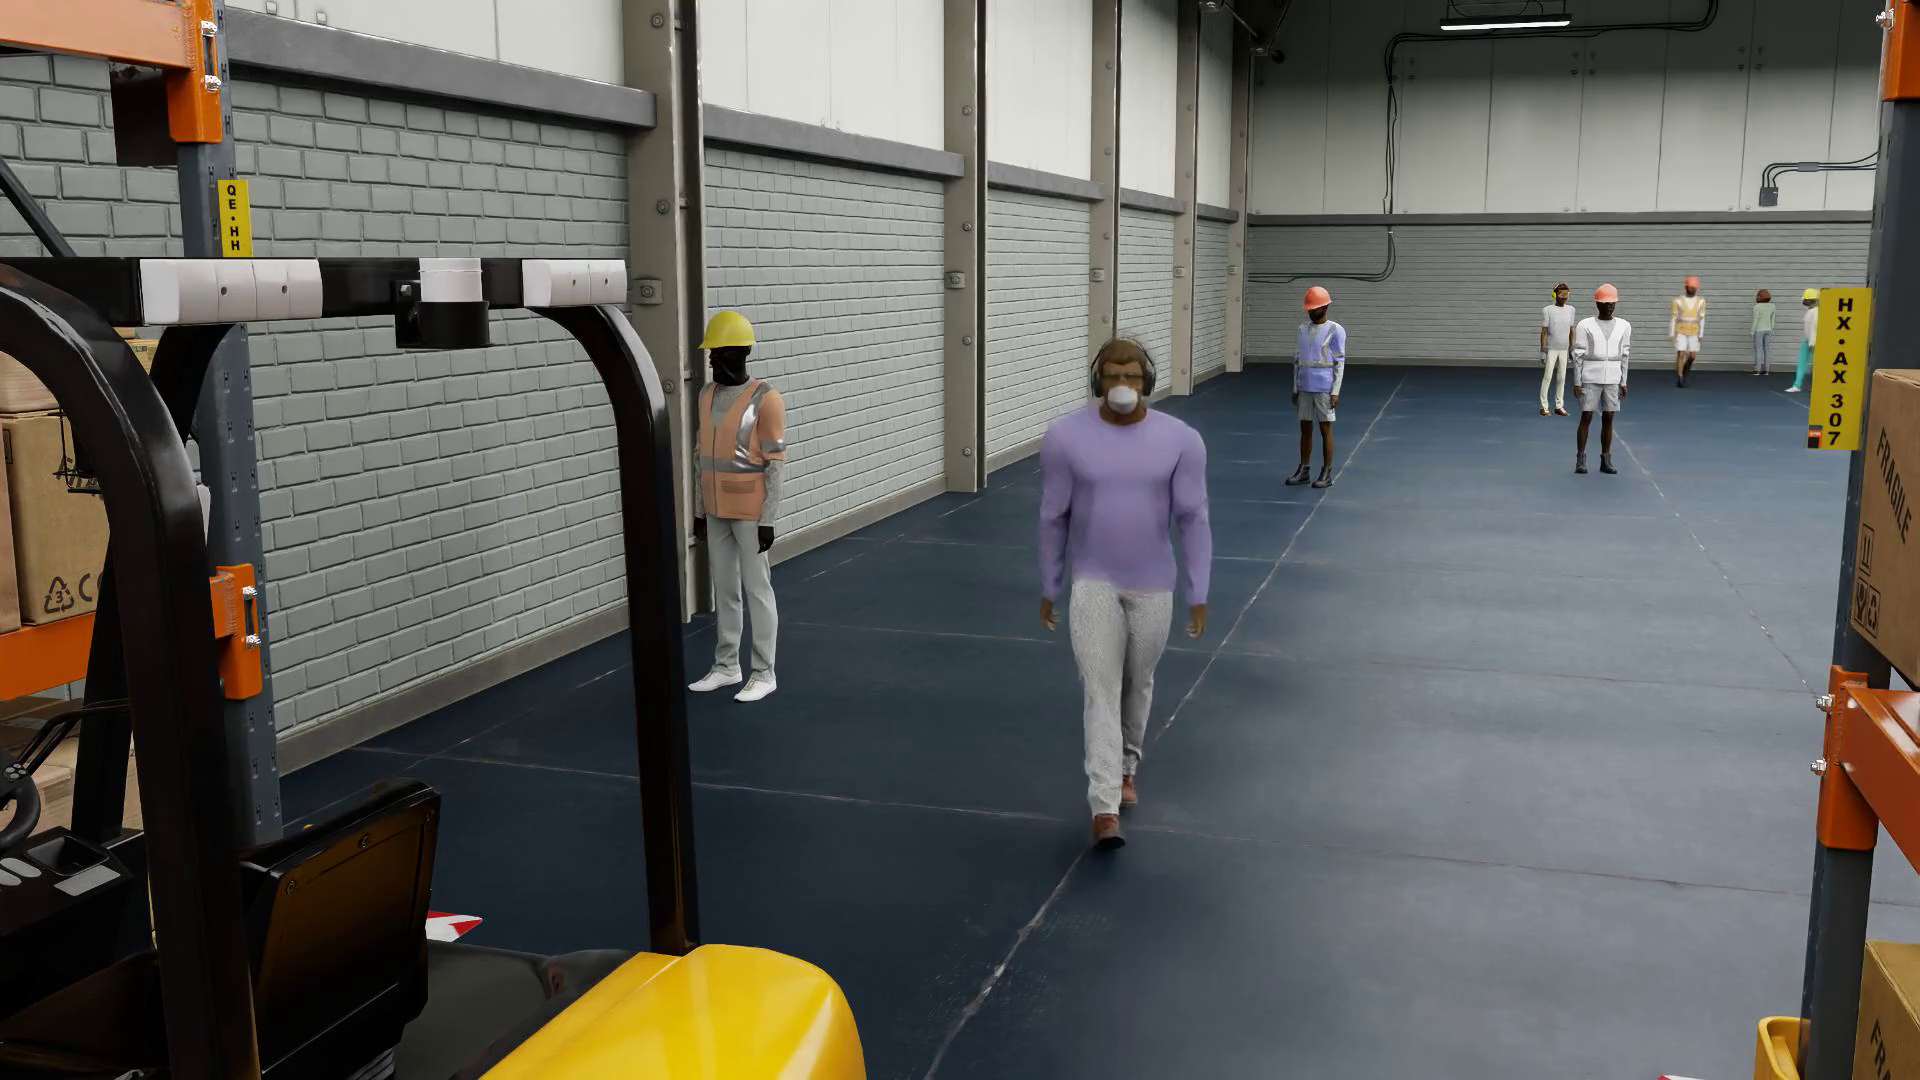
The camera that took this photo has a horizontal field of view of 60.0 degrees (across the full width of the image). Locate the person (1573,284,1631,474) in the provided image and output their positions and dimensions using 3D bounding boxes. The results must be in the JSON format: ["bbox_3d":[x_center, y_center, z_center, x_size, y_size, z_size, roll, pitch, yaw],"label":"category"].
[{"bbox_3d":[6.554,-1.637,16.993,0.552,1.937,0.356,1,10,4],"label":"person"}]

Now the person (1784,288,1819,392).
[{"bbox_3d":[14.104,-3.275,27.364,0.798,1.728,0.525,1,10,9],"label":"person"}]

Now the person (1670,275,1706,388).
[{"bbox_3d":[12.477,-3.574,28.564,0.545,1.925,0.562,2,10,12],"label":"person"}]

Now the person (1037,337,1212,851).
[{"bbox_3d":[0.621,0.188,6.276,0.651,1.882,1.003,0,10,2],"label":"person"}]

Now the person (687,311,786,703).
[{"bbox_3d":[-1.113,-0.164,8.250,0.587,1.928,0.362,8,12,39],"label":"person"}]

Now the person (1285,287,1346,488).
[{"bbox_3d":[3.412,-1.460,15.971,0.371,1.928,0.543,-9,13,-42],"label":"person"}]

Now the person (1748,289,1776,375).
[{"bbox_3d":[15.307,-3.963,31.750,0.499,1.633,0.280,-3,10,-17],"label":"person"}]

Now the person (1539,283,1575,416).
[{"bbox_3d":[8.384,-2.663,23.347,0.509,1.863,0.311,-2,10,-12],"label":"person"}]
